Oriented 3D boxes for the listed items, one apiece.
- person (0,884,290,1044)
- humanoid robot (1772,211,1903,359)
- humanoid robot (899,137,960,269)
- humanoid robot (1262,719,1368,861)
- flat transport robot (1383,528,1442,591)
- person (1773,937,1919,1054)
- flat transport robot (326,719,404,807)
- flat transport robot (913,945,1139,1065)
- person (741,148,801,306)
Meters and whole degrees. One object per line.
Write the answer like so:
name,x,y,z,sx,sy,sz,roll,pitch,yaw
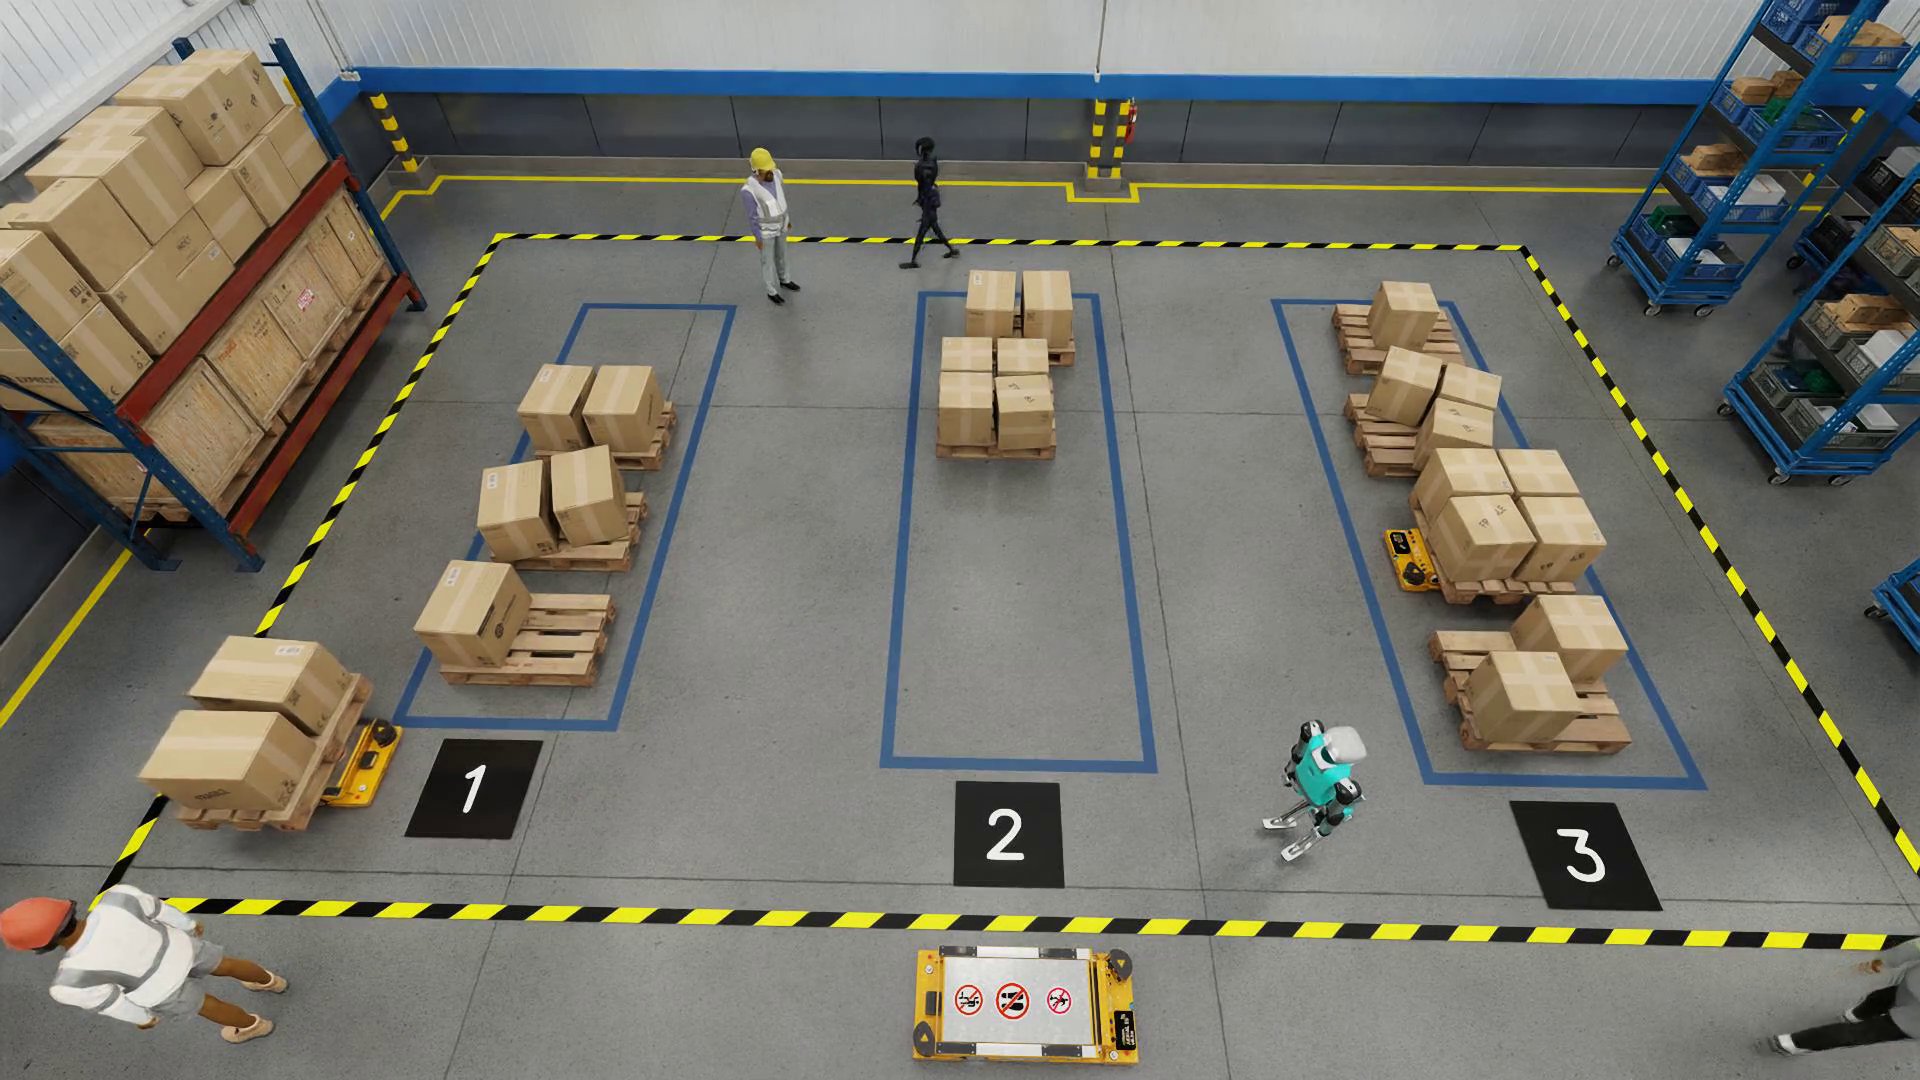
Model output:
person,-4.659,2.487,5.317,0.377,2.041,0.612,-1,51,-1
humanoid robot,9.351,-2.656,9.762,0.619,1.640,0.542,4,51,3
humanoid robot,-0.365,-3.982,10.855,0.786,1.632,0.603,-7,51,-6
humanoid robot,2.495,1.656,6.103,0.735,1.675,0.533,-13,52,-10
flat transport robot,4.689,0.155,8.342,1.431,0.197,0.652,1,51,1
person,5.647,2.654,5.322,0.915,1.817,0.580,-2,51,-2
flat transport robot,-5.173,1.701,7.081,1.431,0.197,0.652,1,51,1
flat transport robot,0.422,3.041,6.007,1.431,0.231,0.659,1,51,1
person,-2.123,-3.552,10.374,0.404,1.828,0.590,27,56,20
